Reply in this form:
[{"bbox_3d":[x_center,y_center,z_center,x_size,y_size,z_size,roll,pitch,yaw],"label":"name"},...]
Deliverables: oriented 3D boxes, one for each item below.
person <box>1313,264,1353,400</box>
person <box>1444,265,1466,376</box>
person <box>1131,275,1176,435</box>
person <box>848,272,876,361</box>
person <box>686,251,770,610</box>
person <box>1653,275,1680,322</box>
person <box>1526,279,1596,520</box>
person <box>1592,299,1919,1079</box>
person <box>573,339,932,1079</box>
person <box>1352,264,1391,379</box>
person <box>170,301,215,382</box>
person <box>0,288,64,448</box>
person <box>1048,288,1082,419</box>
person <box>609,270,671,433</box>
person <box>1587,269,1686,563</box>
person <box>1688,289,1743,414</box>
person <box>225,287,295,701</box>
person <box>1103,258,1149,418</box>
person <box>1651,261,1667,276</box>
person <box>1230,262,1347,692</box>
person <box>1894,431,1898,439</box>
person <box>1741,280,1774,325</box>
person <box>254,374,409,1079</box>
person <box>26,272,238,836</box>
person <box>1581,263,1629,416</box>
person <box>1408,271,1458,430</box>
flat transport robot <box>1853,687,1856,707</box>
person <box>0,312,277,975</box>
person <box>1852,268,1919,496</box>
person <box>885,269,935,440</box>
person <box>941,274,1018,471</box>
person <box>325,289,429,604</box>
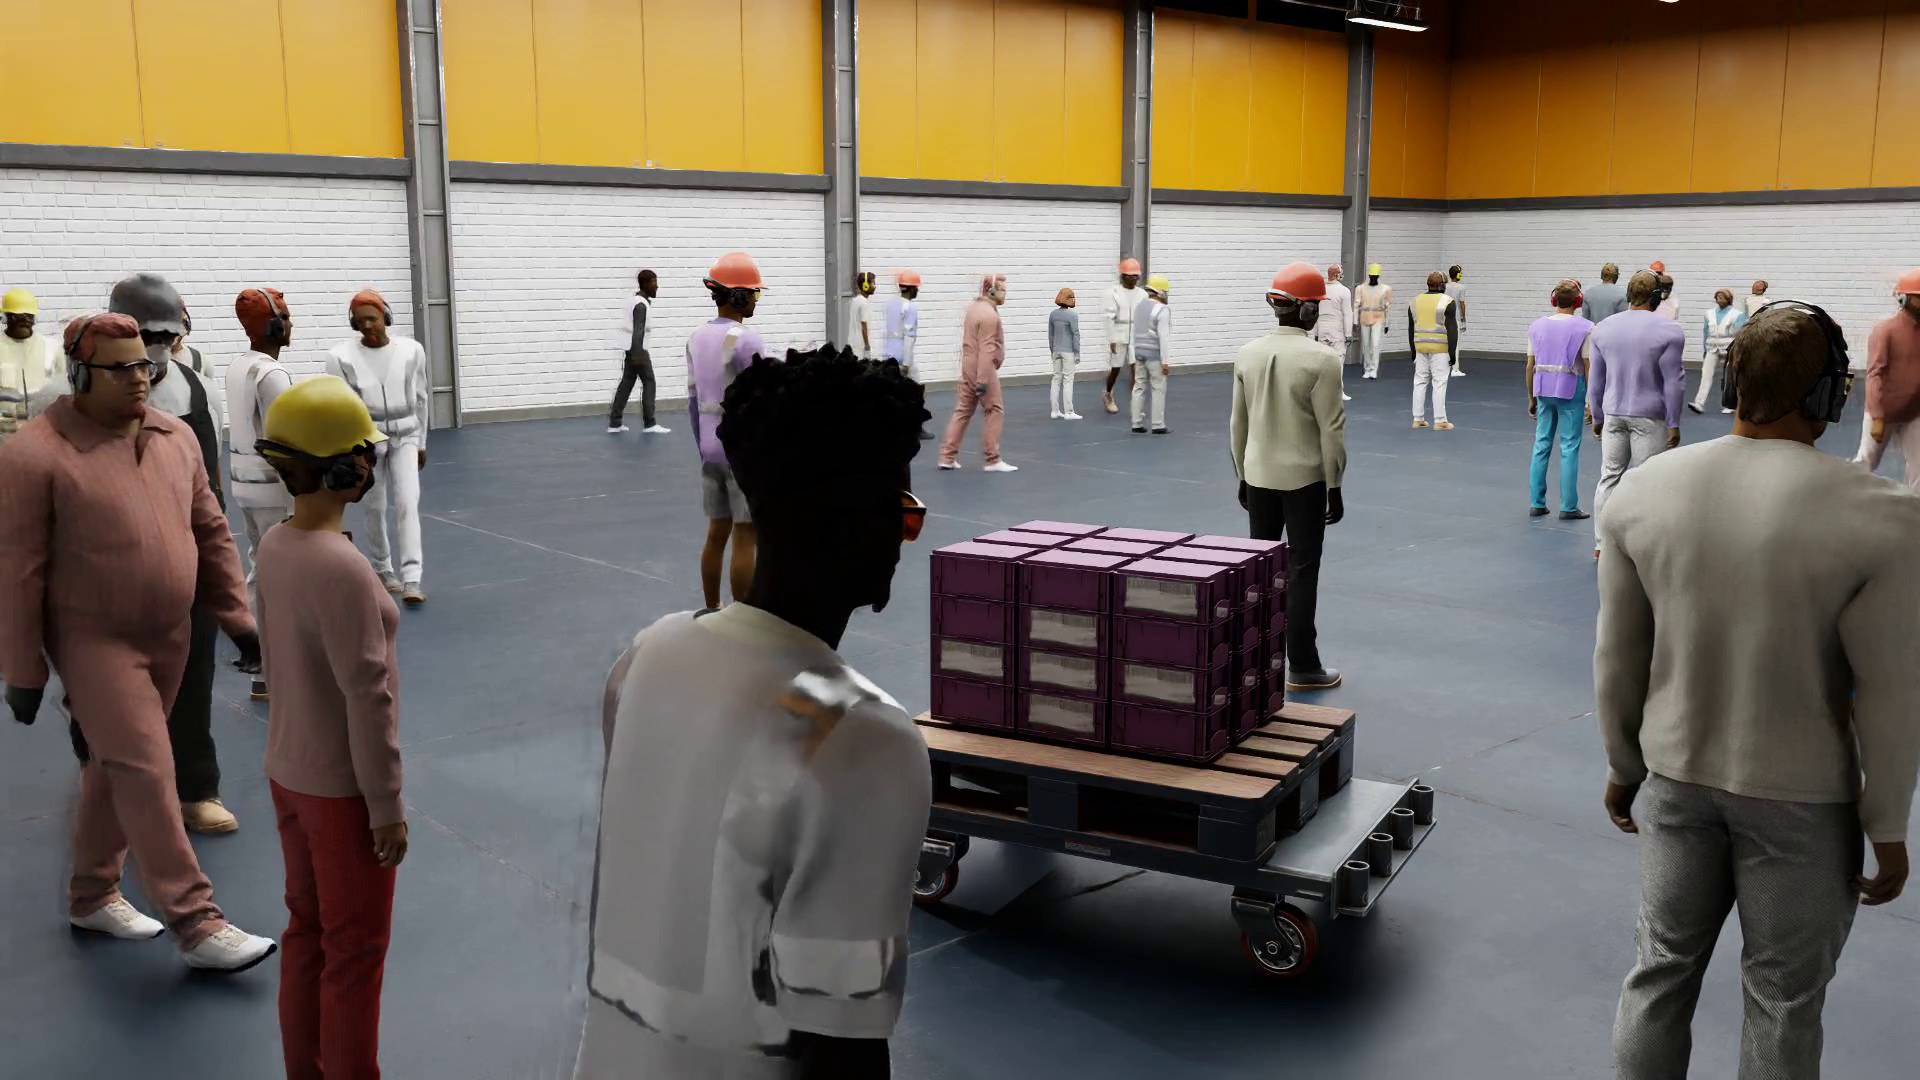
[{"bbox_3d":[5.256,-2.913,23.387,0.409,1.907,0.650,-8,13,-41],"label":"person"},{"bbox_3d":[8.329,-3.699,28.095,0.322,1.871,0.531,-8,13,-41],"label":"person"},{"bbox_3d":[2.181,-2.073,18.811,0.518,1.812,0.598,-6,11,-32],"label":"person"},{"bbox_3d":[-1.296,-2.355,20.331,0.815,1.843,0.523,-2,10,-11],"label":"person"},{"bbox_3d":[-1.145,-0.448,8.554,0.374,2.043,0.614,-8,13,-41],"label":"person"},{"bbox_3d":[8.980,-2.527,21.507,0.643,1.789,1.000,0,10,-3],"label":"person"},{"bbox_3d":[4.622,-1.078,12.805,0.384,1.849,0.570,-8,13,-41],"label":"person"},{"bbox_3d":[1.577,0.498,3.324,0.366,1.939,0.635,-8,13,-41],"label":"person"},{"bbox_3d":[-0.258,0.730,2.014,0.650,1.923,0.610,-9,13,-43],"label":"person"},{"bbox_3d":[6.738,-3.573,27.301,0.591,1.890,0.933,4,11,25],"label":"person"},{"bbox_3d":[-4.518,-0.496,9.524,0.515,1.815,0.867,-7,12,-35],"label":"person"},{"bbox_3d":[-6.502,-0.840,11.526,0.594,1.810,0.779,-7,12,-36],"label":"person"},{"bbox_3d":[1.308,-2.316,20.688,0.279,1.633,0.506,-8,13,-41],"label":"person"},{"bbox_3d":[-3.724,-2.147,19.046,0.698,1.877,0.608,-3,10,-16],"label":"person"},{"bbox_3d":[4.397,-0.784,10.825,0.366,1.939,0.635,-8,13,-41],"label":"person"},{"bbox_3d":[9.652,-2.380,21.158,0.835,1.593,0.528,-9,13,-41],"label":"person"},{"bbox_3d":[-3.057,-0.179,7.443,0.350,1.884,0.583,-8,13,-41],"label":"person"},{"bbox_3d":[2.082,-2.559,21.044,0.593,2.006,0.930,-3,10,-14],"label":"person"},{"bbox_3d":[11.916,-3.802,28.552,0.409,1.929,0.558,-8,12,-38],"label":"person"},{"bbox_3d":[1.543,-0.291,7.779,0.381,1.994,0.621,-8,13,-41],"label":"person"},{"bbox_3d":[7.020,-0.861,11.920,0.549,1.710,0.927,8,13,40],"label":"person"},{"bbox_3d":[12.721,-3.322,26.564,0.306,1.640,0.521,-8,13,-41],"label":"person"},{"bbox_3d":[-1.354,0.526,3.655,0.300,1.772,0.532,-8,13,-41],"label":"person"},{"bbox_3d":[-2.988,-0.010,5.999,1.008,2.000,0.690,9,13,41],"label":"person"},{"bbox_3d":[8.205,-2.545,21.140,0.366,1.939,0.635,-8,13,-41],"label":"person"},{"bbox_3d":[5.544,-2.207,19.442,0.429,1.843,0.632,-8,13,-41],"label":"person"},{"bbox_3d":[4.208,0.638,7.379,0.652,0.197,1.431,-8,13,-41],"label":"flat transport robot"},{"bbox_3d":[-2.285,0.298,4.727,0.934,1.862,0.642,3,10,16],"label":"person"},{"bbox_3d":[6.455,-0.896,11.485,0.654,1.947,1.023,-4,10,-20],"label":"person"},{"bbox_3d":[-0.728,-1.997,18.114,0.940,1.896,0.545,-7,12,-36],"label":"person"},{"bbox_3d":[0.150,-1.558,15.619,0.699,1.868,0.663,-3,10,-16],"label":"person"},{"bbox_3d":[-3.365,-0.534,9.682,0.580,1.826,0.996,-4,11,-24],"label":"person"}]
